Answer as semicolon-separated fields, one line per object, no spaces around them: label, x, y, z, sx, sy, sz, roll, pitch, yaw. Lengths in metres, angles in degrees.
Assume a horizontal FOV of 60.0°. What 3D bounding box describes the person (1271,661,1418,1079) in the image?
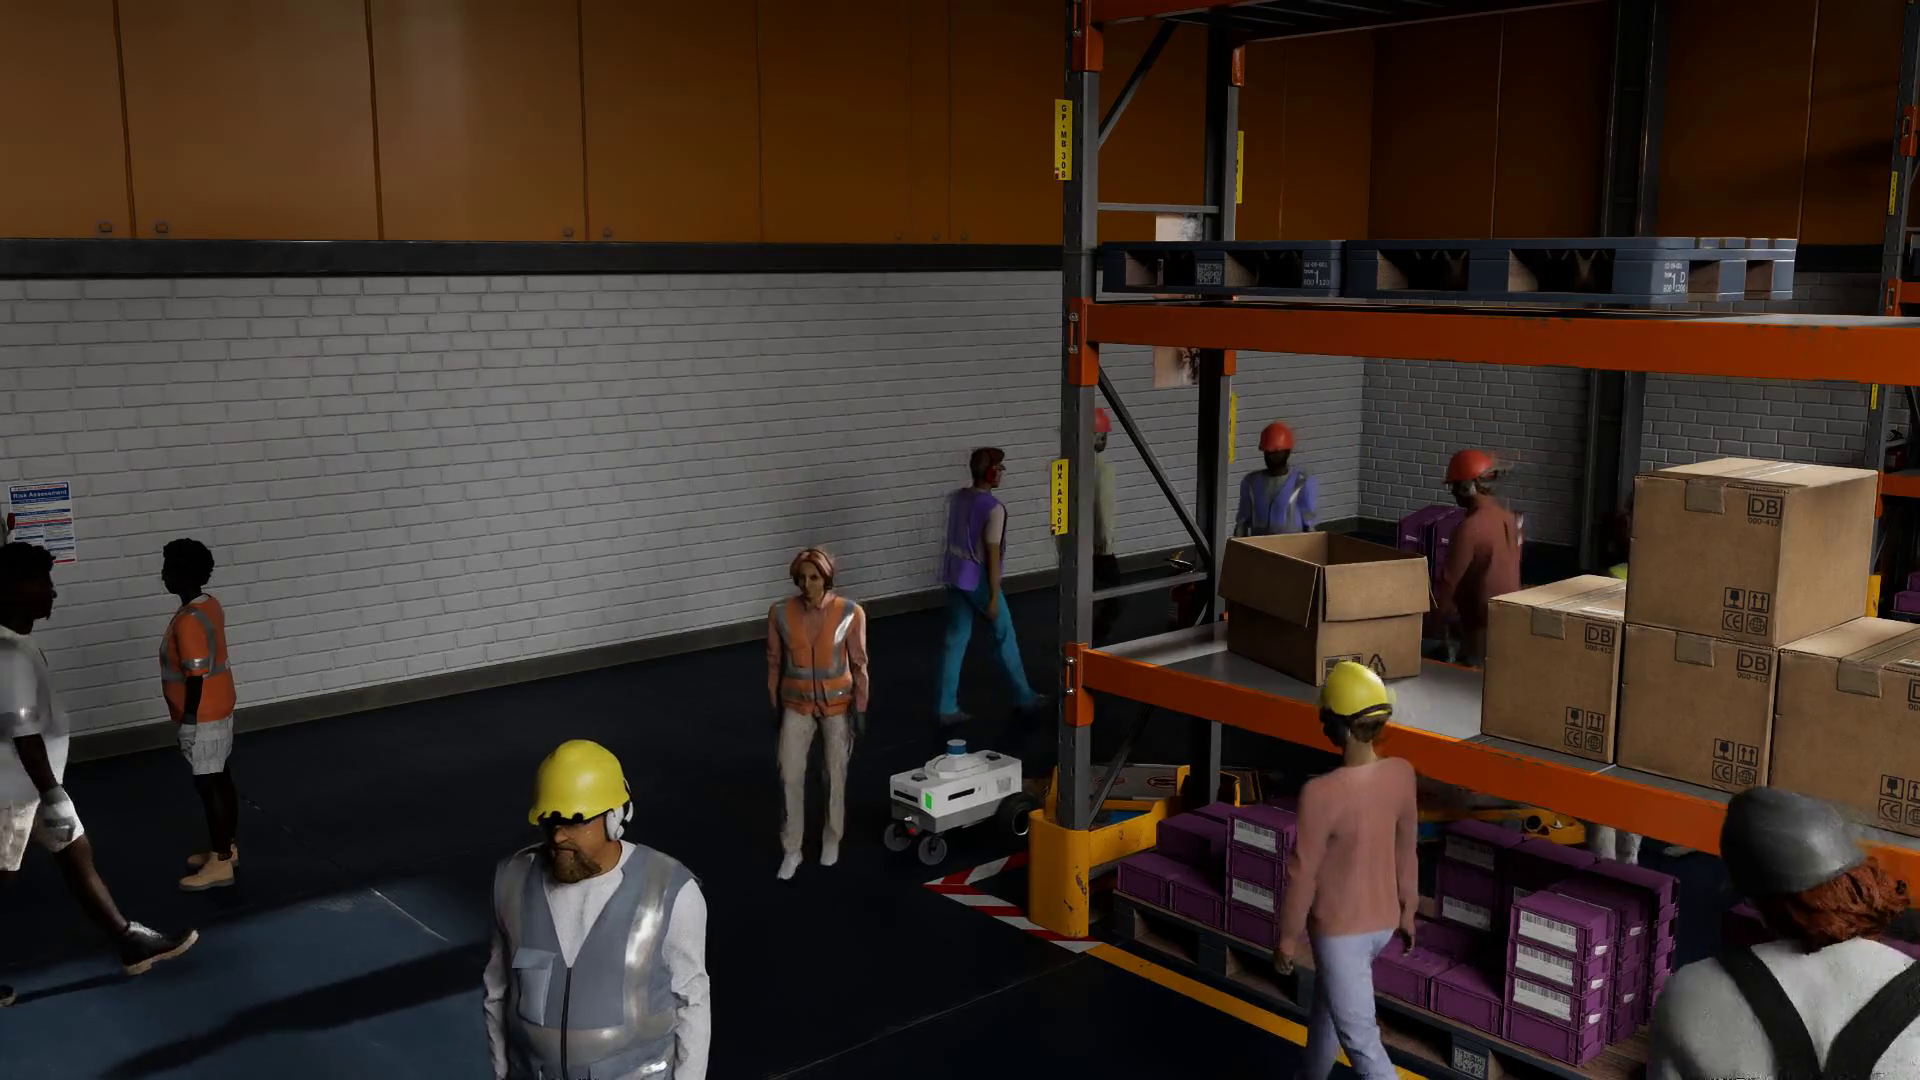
person;1.307;1.257;5.440;0.532;1.728;0.883;-7;12;-37

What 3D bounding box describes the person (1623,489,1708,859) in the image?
person;3.554;0.661;8.554;0.639;1.863;0.992;-8;13;-39

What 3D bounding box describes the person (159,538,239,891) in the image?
person;-3.667;0.831;8.024;0.319;1.696;0.532;-3;10;-15

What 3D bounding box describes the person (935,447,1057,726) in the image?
person;0.201;0.293;10.835;0.921;1.799;0.597;-6;12;-33

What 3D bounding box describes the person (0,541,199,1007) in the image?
person;-3.722;0.948;6.718;1.020;1.908;0.621;-5;11;-27

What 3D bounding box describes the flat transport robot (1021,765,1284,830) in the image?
flat transport robot;1.025;1.389;8.918;1.431;0.197;0.652;1;10;7

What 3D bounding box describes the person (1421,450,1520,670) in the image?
person;2.885;0.459;9.490;1.024;1.925;0.643;7;12;37

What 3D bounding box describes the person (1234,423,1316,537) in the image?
person;2.225;0.109;11.729;0.556;1.896;1.015;7;12;34

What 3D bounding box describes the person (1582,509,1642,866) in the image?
person;3.127;0.766;7.986;0.634;1.842;0.429;-6;11;-30

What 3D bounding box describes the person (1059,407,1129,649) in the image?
person;0.933;0.041;11.822;0.458;1.972;0.641;-6;11;-32

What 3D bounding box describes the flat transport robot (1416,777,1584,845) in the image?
flat transport robot;2.483;1.415;8.768;1.431;0.197;0.652;-1;10;-4

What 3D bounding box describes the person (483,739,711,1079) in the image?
person;-0.946;1.397;4.306;0.595;1.831;0.403;1;10;8

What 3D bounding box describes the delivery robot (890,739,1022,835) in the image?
delivery robot;-0.017;1.267;8.529;0.707;0.478;0.477;-9;13;-42

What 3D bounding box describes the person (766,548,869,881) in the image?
person;-0.702;0.856;8.116;0.519;1.618;0.627;0;10;2
